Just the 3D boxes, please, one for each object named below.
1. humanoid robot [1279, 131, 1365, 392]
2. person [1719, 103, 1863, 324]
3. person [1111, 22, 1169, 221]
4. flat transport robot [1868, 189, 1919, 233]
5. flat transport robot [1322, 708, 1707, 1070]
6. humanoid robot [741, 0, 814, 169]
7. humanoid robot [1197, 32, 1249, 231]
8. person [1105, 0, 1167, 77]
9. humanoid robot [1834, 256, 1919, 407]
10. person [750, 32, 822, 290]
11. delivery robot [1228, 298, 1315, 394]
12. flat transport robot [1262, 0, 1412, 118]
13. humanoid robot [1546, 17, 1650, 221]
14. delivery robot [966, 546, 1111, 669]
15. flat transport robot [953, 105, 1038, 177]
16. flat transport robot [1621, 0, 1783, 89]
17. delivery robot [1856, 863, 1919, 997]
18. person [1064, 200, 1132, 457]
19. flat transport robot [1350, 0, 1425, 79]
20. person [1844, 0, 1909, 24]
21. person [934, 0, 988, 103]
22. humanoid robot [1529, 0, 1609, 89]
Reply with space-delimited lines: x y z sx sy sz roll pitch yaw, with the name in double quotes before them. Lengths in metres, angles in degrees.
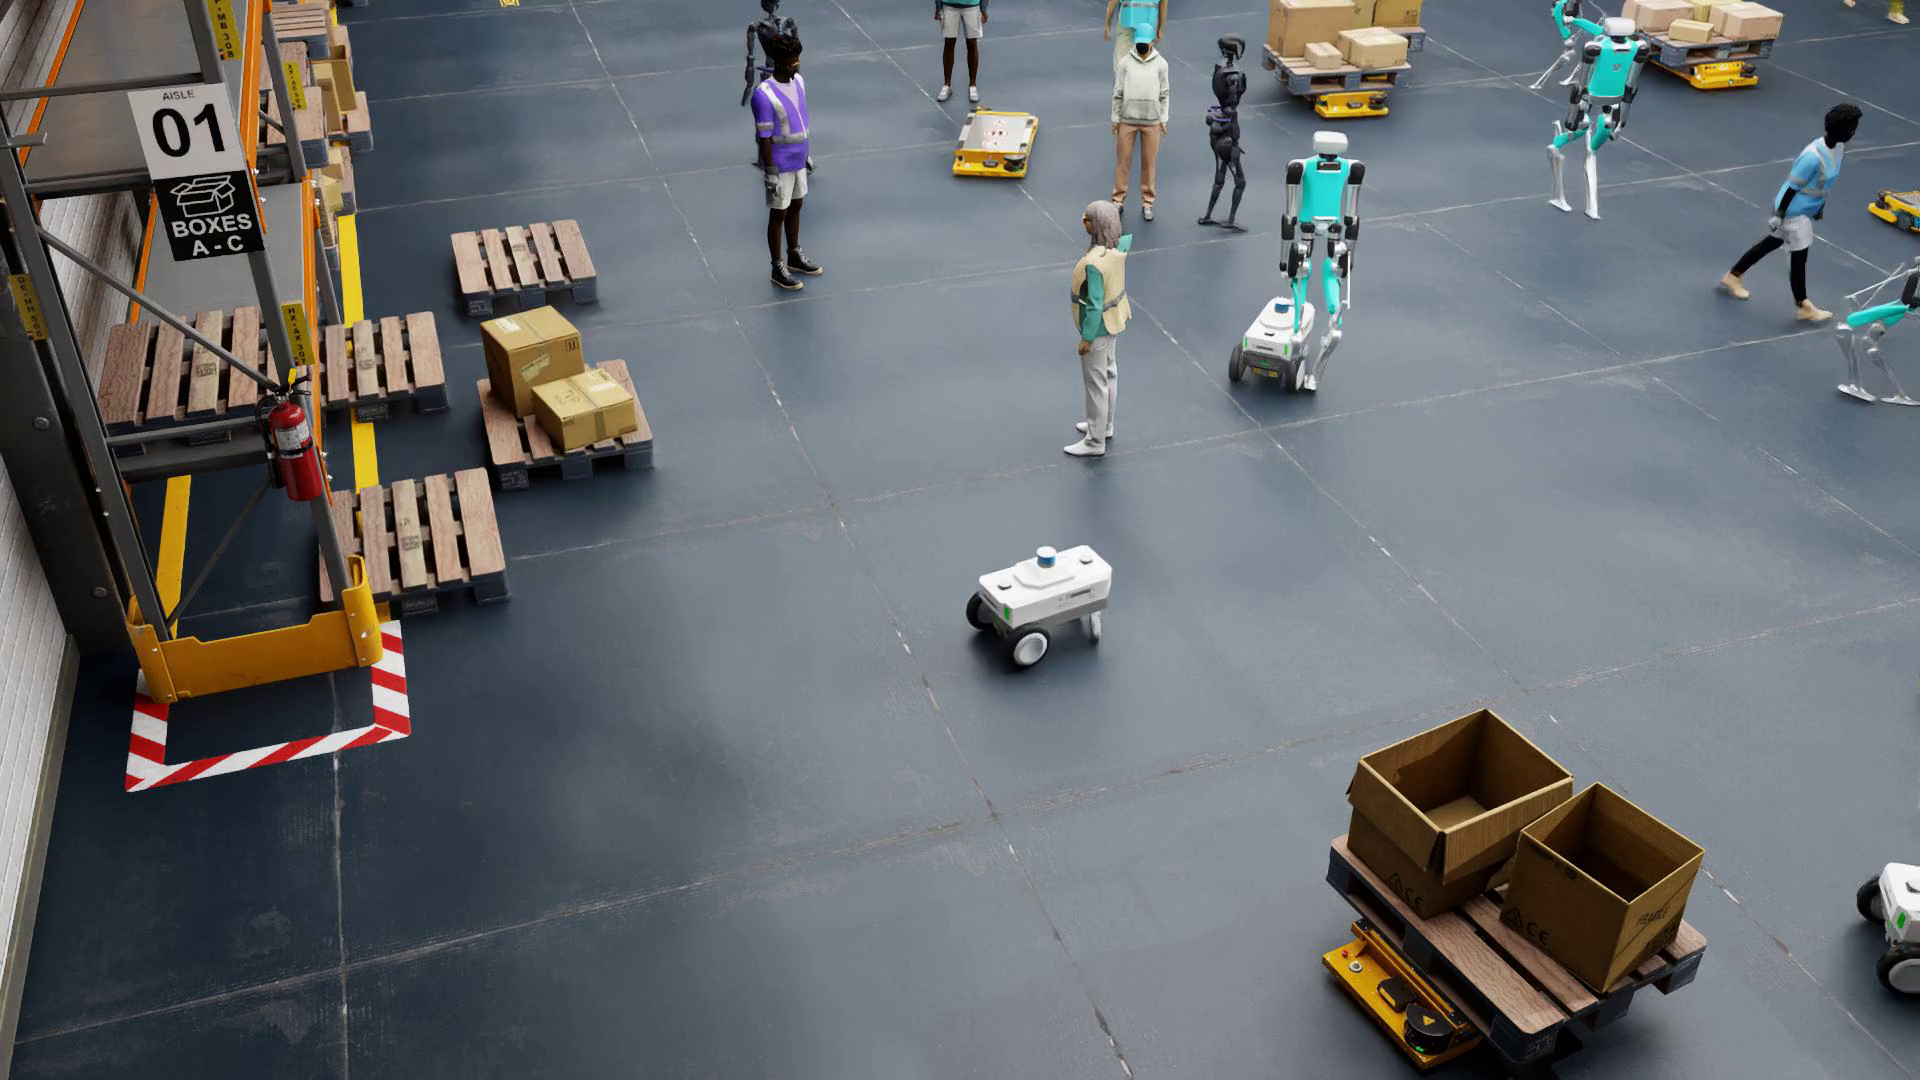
"humanoid robot" 2.460 -1.755 11.319 0.534 1.881 0.803 -2 33 -2
"person" 6.237 -2.464 12.374 0.885 1.639 0.553 26 41 34
"person" 1.501 -3.490 13.922 0.474 1.674 0.379 3 33 5
"flat transport robot" 8.375 -2.603 13.850 0.659 0.231 1.431 -10 35 -15
"flat transport robot" 2.340 1.740 7.190 1.431 0.231 0.659 -16 36 -23
"humanoid robot" -1.639 -4.085 14.870 0.596 1.622 0.704 -25 40 -33
"humanoid robot" 2.227 -3.387 13.774 0.384 1.649 0.587 -2 33 -3
"person" 1.729 -4.946 16.050 0.612 1.797 0.692 -3 33 -4
"humanoid robot" 6.286 -1.733 11.179 0.752 1.784 0.551 21 39 29
"person" -1.327 -2.916 12.785 0.368 1.959 0.601 15 36 22
"delivery robot" 2.240 -1.404 11.756 0.499 0.601 0.775 15 36 21
"flat transport robot" 3.784 -4.616 16.938 0.659 0.231 1.431 -6 34 -8
"humanoid robot" 5.292 -3.589 14.024 0.534 1.753 0.802 -2 33 -3
"delivery robot" 0.440 0.334 9.100 0.784 0.612 0.525 -16 37 -23
"flat transport robot" 0.345 -3.734 15.586 0.659 0.231 1.431 4 33 6
"flat transport robot" 7.767 -5.122 17.715 0.659 0.231 1.431 -8 34 -13
"delivery robot" 4.294 1.629 7.081 0.769 0.577 0.499 7 34 11
"person" 0.894 -1.338 10.591 0.363 1.709 0.472 11 35 16
"flat transport robot" 4.233 -5.281 17.958 0.659 0.231 1.431 -4 33 -6
"person" 10.728 -6.891 19.025 0.575 1.804 0.754 -14 36 -21
"person" 0.017 -5.338 16.523 0.553 1.933 0.429 3 33 5
"humanoid robot" 6.237 -5.367 16.765 0.856 1.780 0.563 0 33 1
